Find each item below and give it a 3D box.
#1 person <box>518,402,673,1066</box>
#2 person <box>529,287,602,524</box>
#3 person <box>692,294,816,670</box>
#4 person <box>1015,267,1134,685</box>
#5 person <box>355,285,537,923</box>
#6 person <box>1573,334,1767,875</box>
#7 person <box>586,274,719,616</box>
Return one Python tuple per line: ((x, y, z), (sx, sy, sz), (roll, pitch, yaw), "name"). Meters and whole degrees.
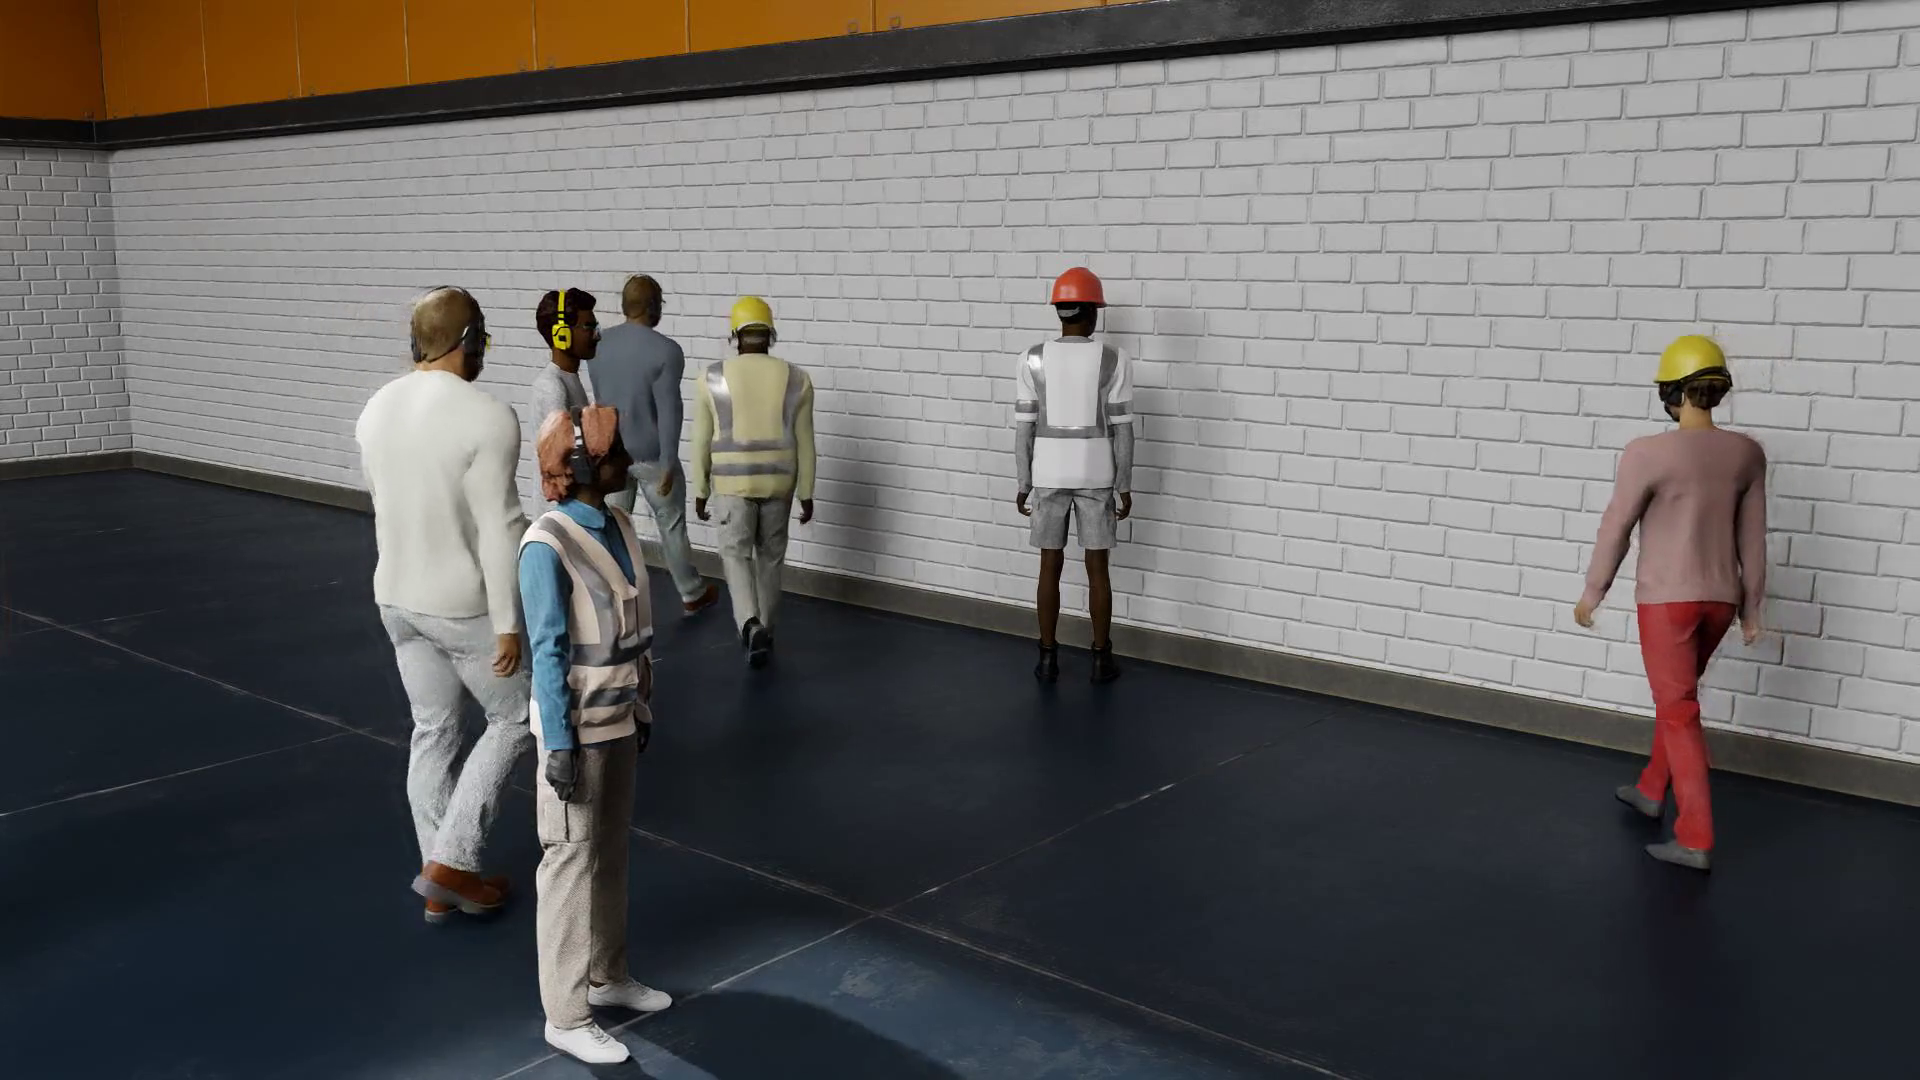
((-0.930, 0.478, 4.205), (0.305, 1.639, 0.522), (2, 10, 11), "person")
((-1.508, -0.043, 6.512), (0.328, 1.872, 0.514), (-3, 10, -15), "person")
((-0.984, -0.276, 8.031), (0.598, 1.803, 0.763), (-3, 10, -15), "person")
((0.532, -0.292, 7.743), (0.551, 1.933, 0.368), (1, 10, 8), "person")
((-1.516, 0.205, 4.973), (0.647, 1.917, 0.419), (6, 11, 29), "person")
((2.354, 0.190, 5.583), (0.543, 1.735, 0.811), (-3, 10, -17), "person")
((-1.684, -0.457, 8.842), (0.639, 1.887, 1.013), (4, 11, 24), "person")
